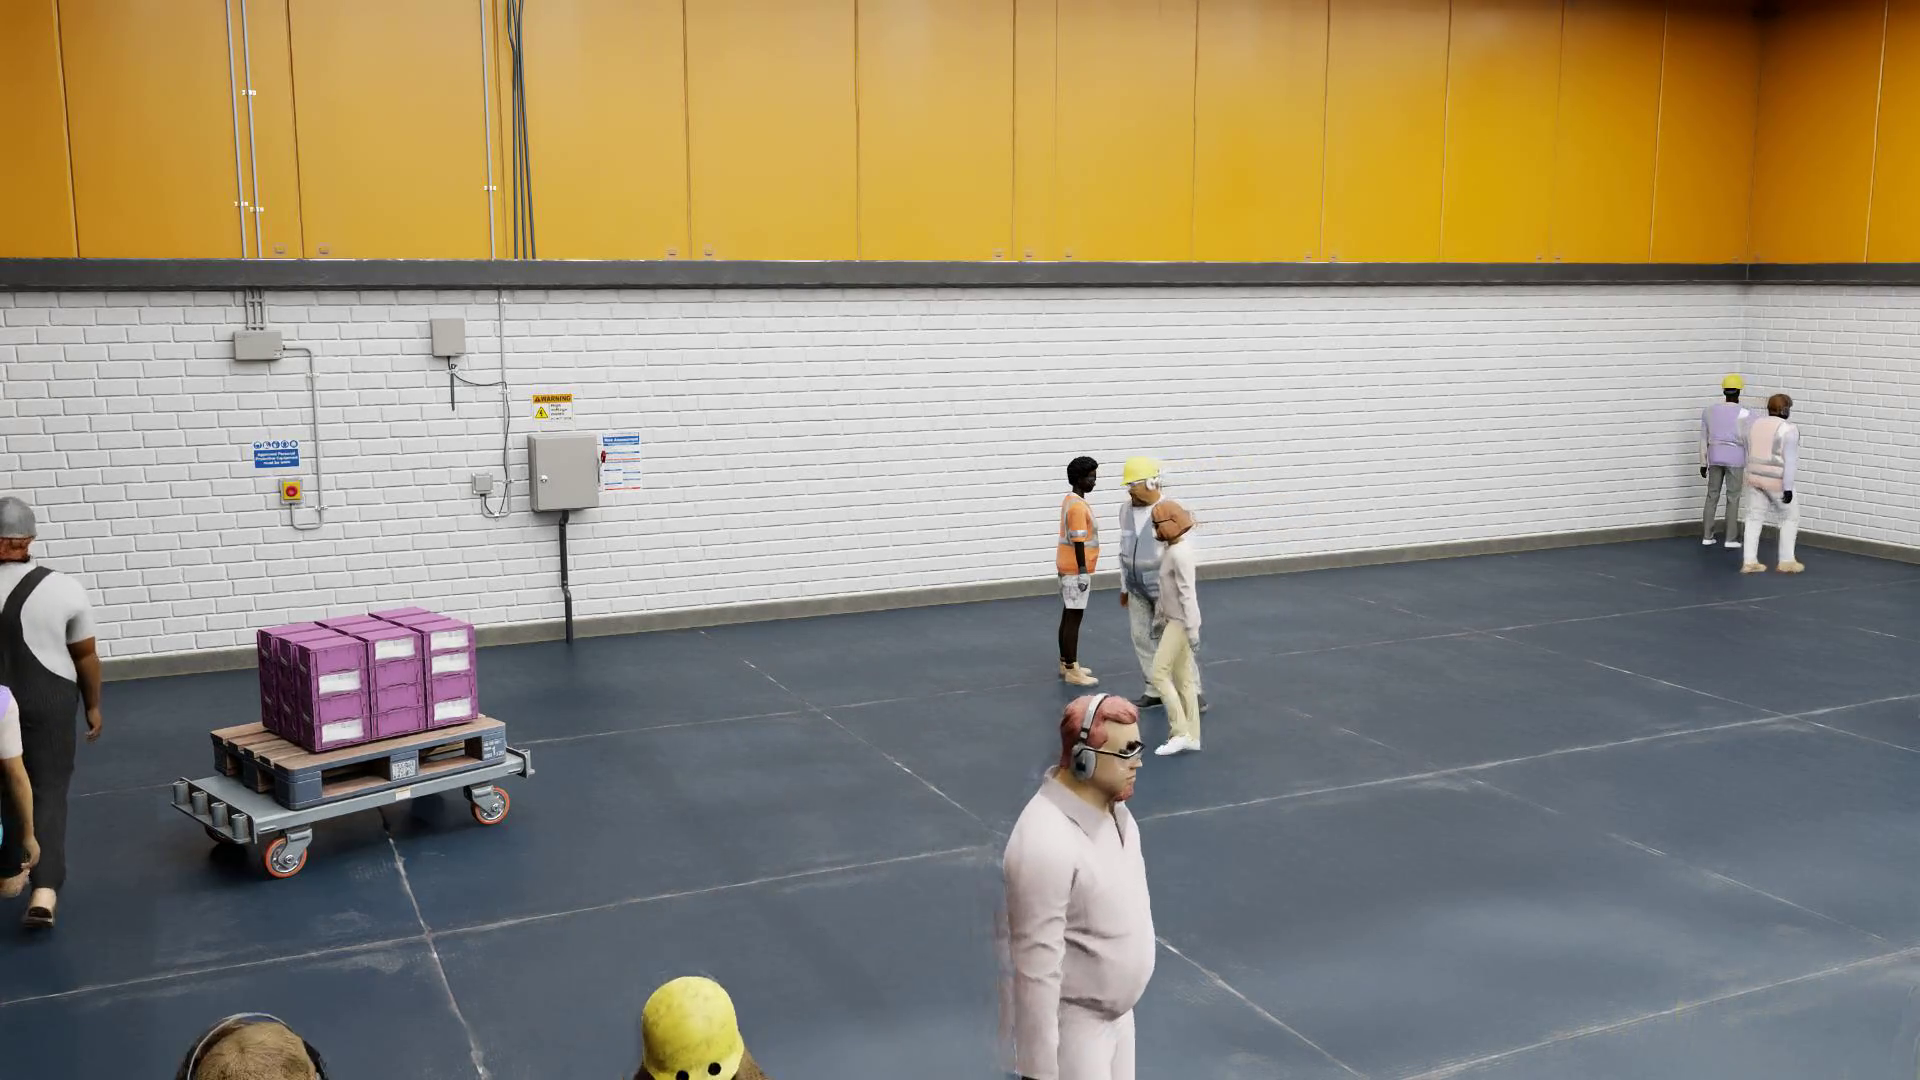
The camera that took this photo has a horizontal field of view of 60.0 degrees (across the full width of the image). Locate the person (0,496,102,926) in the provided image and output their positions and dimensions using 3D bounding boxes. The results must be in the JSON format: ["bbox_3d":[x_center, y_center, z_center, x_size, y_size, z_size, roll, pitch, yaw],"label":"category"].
[{"bbox_3d":[-4.426,0.766,7.815,0.693,2.000,0.972,-3,10,-21],"label":"person"}]

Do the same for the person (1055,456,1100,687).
[{"bbox_3d":[0.868,0.223,12.265,0.320,1.692,0.531,0,9,-2],"label":"person"}]

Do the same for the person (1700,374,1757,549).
[{"bbox_3d":[8.469,-0.871,18.357,0.399,1.921,0.587,-8,12,-41],"label":"person"}]

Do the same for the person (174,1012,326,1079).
[{"bbox_3d":[-1.033,1.670,2.603,0.672,1.905,0.589,-7,11,-36],"label":"person"}]

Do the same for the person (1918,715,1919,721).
[{"bbox_3d":[6.619,0.352,11.008,0.347,1.840,0.505,1,9,7],"label":"person"}]

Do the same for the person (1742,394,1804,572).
[{"bbox_3d":[8.255,-0.563,16.772,0.741,1.813,0.644,-4,10,-21],"label":"person"}]

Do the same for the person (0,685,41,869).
[{"bbox_3d":[-3.767,1.142,6.190,0.587,1.810,0.814,-5,10,-26],"label":"person"}]

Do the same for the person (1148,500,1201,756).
[{"bbox_3d":[1.344,0.553,10.482,0.435,1.613,0.508,1,9,5],"label":"person"}]

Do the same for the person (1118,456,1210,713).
[{"bbox_3d":[1.365,0.311,11.447,0.654,1.794,0.528,9,13,44],"label":"person"}]

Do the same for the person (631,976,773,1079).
[{"bbox_3d":[-0.526,1.656,3.383,0.483,1.693,0.913,-6,11,-34],"label":"person"}]

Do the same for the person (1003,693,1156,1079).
[{"bbox_3d":[0.276,1.342,4.738,0.607,1.884,0.674,4,10,22],"label":"person"}]
